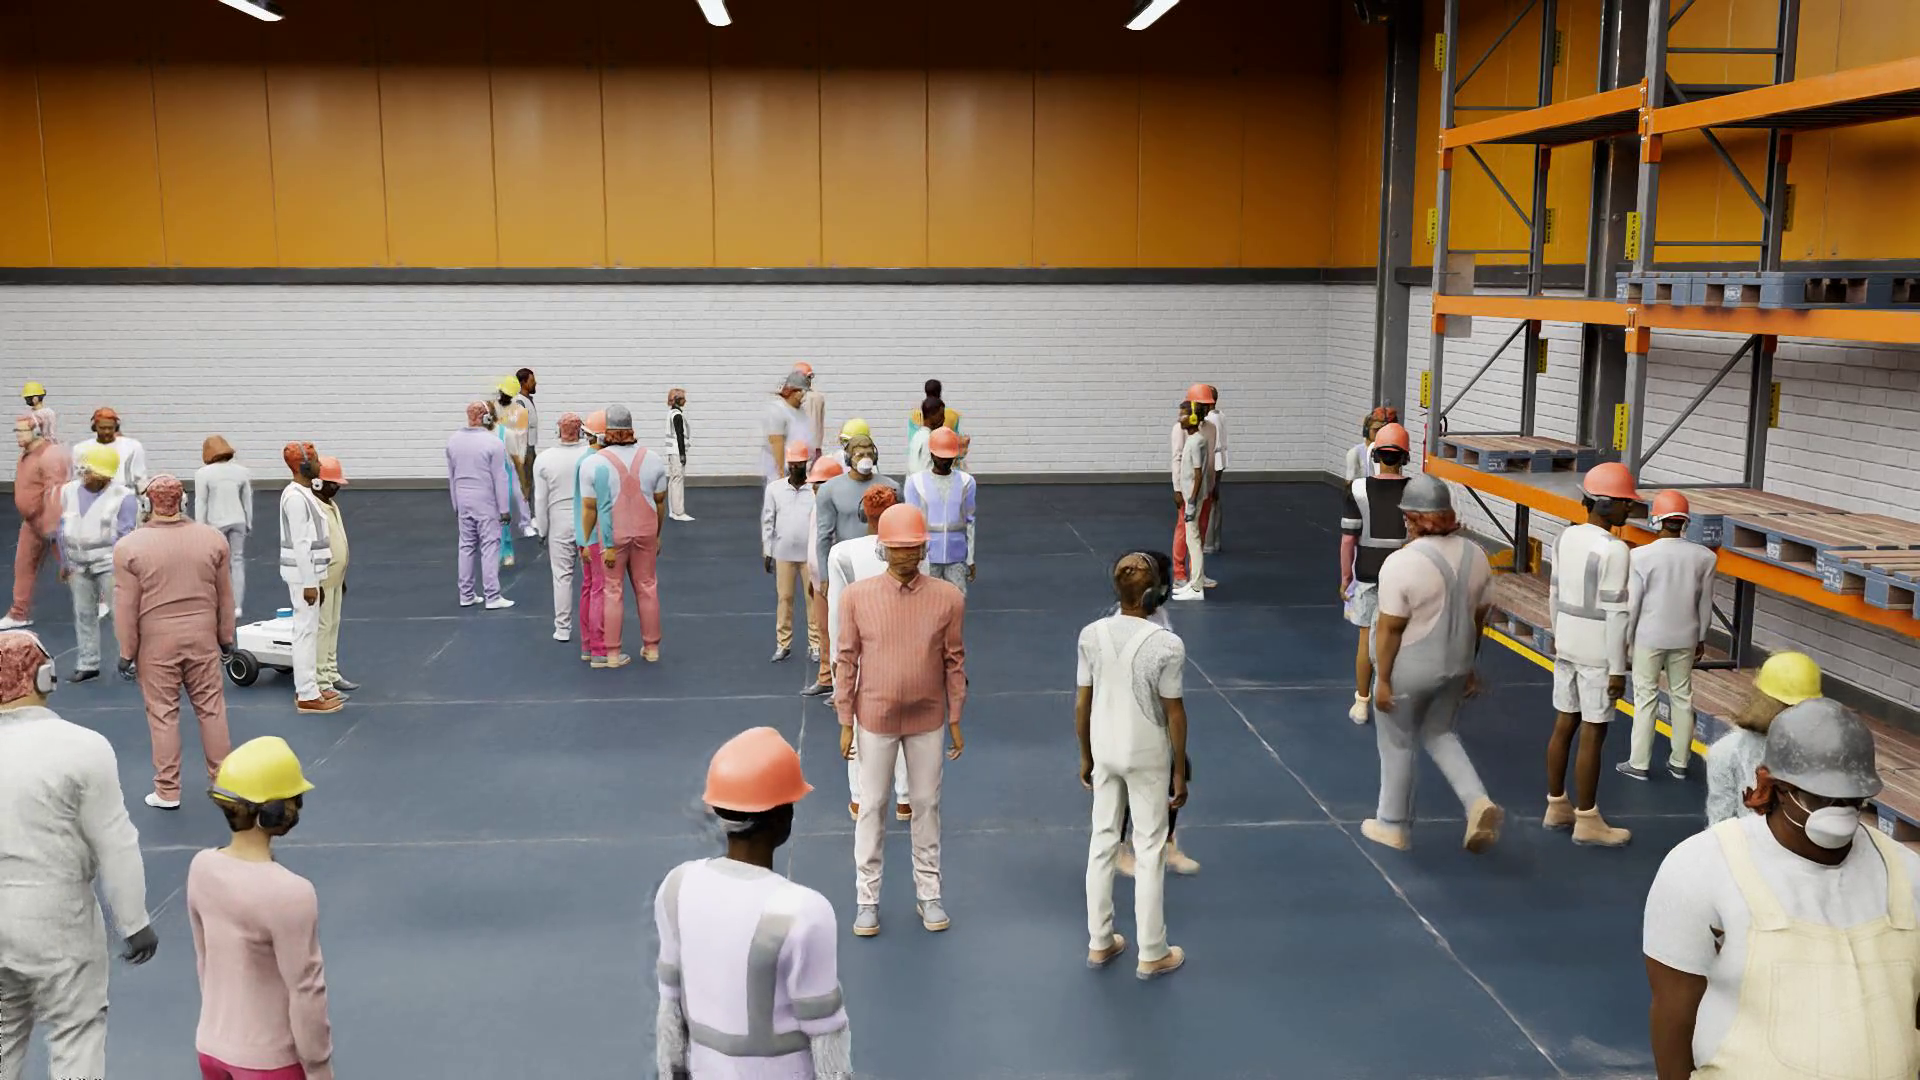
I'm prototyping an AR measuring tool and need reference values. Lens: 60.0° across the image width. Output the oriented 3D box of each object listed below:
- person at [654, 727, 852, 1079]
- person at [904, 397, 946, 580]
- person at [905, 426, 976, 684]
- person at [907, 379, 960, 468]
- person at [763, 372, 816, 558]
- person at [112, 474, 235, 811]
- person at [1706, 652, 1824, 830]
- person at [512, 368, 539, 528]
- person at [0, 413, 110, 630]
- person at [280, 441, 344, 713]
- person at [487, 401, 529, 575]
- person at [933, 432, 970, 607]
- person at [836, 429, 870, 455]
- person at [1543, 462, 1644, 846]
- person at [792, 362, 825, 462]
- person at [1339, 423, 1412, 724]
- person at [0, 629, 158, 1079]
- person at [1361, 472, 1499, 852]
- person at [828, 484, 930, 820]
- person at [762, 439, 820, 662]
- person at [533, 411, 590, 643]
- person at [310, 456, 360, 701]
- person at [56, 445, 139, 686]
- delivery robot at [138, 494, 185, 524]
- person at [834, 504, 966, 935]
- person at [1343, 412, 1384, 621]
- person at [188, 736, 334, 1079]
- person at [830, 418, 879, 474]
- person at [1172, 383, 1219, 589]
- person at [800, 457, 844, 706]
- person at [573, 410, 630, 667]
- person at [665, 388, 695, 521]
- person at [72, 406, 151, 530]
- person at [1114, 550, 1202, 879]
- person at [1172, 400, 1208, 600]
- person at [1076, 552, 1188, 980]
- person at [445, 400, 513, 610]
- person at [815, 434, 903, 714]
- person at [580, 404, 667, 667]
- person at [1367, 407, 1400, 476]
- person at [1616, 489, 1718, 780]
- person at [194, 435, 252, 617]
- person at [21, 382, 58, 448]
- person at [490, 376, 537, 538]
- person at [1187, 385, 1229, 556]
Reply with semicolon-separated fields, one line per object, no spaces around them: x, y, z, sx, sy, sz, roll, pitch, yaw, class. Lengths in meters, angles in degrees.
-0.552;1.418;4.219;0.553;1.900;0.988;7;12;39;person
-0.260;-0.378;15.477;0.496;1.904;0.600;-2;9;-10;person
-0.135;0.124;12.230;0.542;1.930;0.366;-2;9;-13;person
-0.276;-0.817;18.272;0.594;1.897;0.558;-3;9;-17;person
-1.764;-0.802;17.692;0.711;2.000;0.704;5;11;30;person
-4.472;0.574;9.477;0.652;1.906;0.402;-9;13;-43;person
2.876;1.231;5.902;0.489;1.722;0.389;1;9;9;person
-5.209;-1.099;19.945;0.392;1.919;0.590;-1;9;-8;person
-7.856;-0.179;14.365;0.649;1.860;1.008;7;12;38;person
-4.526;0.255;11.545;0.355;1.885;0.573;-4;10;-21;person
-4.708;-0.546;16.967;0.586;1.772;0.998;1;9;6;person
-0.114;-0.180;15.128;0.666;1.603;0.529;4;10;26;person
-0.938;-0.321;16.065;0.806;1.602;0.502;-7;11;-36;person
3.386;0.600;8.893;0.395;2.040;0.609;-2;9;-11;person
-1.879;-1.152;20.084;0.401;1.987;0.608;7;11;35;person
2.865;0.232;11.191;0.615;2.042;0.372;2;9;11;person
-3.000;1.233;5.402;0.724;1.895;0.398;1;9;3;person
2.432;0.645;8.609;0.697;2.000;0.724;-5;10;-27;person
-0.437;0.626;9.223;0.580;1.883;0.352;0;9;3;person
-1.262;0.086;13.000;0.574;1.754;0.324;1;9;4;person
-3.181;-0.106;13.743;0.636;1.911;0.406;-2;9;-15;person
-4.521;0.267;11.899;0.332;1.746;0.559;-1;9;-4;person
-6.349;0.193;12.264;0.652;1.788;0.406;1;9;7;person
-9.505;-0.414;19.617;0.477;0.478;0.707;3;10;17;delivery robot
-0.270;0.819;7.658;0.611;1.995;0.375;-2;9;-11;person
3.582;-0.203;14.546;0.520;1.842;0.330;-6;11;-34;person
-1.932;1.416;4.662;0.522;1.759;0.346;6;11;33;person
-0.877;-0.105;13.970;0.601;1.830;0.403;7;11;37;person
2.278;-0.510;16.002;0.625;1.992;0.386;-9;13;-43;person
-0.927;0.286;11.758;0.330;1.753;0.561;-6;11;-33;person
-2.784;-0.011;12.903;0.407;1.987;0.615;-5;10;-27;person
-3.482;-1.055;20.534;0.307;1.643;0.514;-3;10;-20;person
-7.550;-0.260;14.821;0.627;1.865;0.440;-4;10;-23;person
0.989;0.881;8.234;0.596;1.672;0.545;5;10;28;person
2.152;-0.368;15.510;0.314;1.867;0.537;1;9;9;person
0.743;0.968;7.192;0.509;1.844;0.329;6;11;33;person
-4.340;-0.319;15.119;0.646;1.901;0.396;4;10;25;person
-0.686;0.231;11.523;0.635;1.939;0.362;-3;10;-21;person
-2.643;-0.043;12.927;0.676;2.000;0.536;-6;11;-31;person
3.660;-0.215;14.500;0.354;1.883;0.573;0;9;1;person
4.217;0.569;9.981;0.563;1.752;0.326;-1;9;-4;person
-6.523;-0.121;14.723;0.490;1.609;0.545;8;12;40;person
-10.990;-1.010;19.883;0.527;1.762;0.334;4;10;23;person
-5.193;-0.940;19.074;0.697;1.882;0.380;4;10;26;person
2.704;-0.752;17.994;0.377;1.842;0.569;5;10;29;person
